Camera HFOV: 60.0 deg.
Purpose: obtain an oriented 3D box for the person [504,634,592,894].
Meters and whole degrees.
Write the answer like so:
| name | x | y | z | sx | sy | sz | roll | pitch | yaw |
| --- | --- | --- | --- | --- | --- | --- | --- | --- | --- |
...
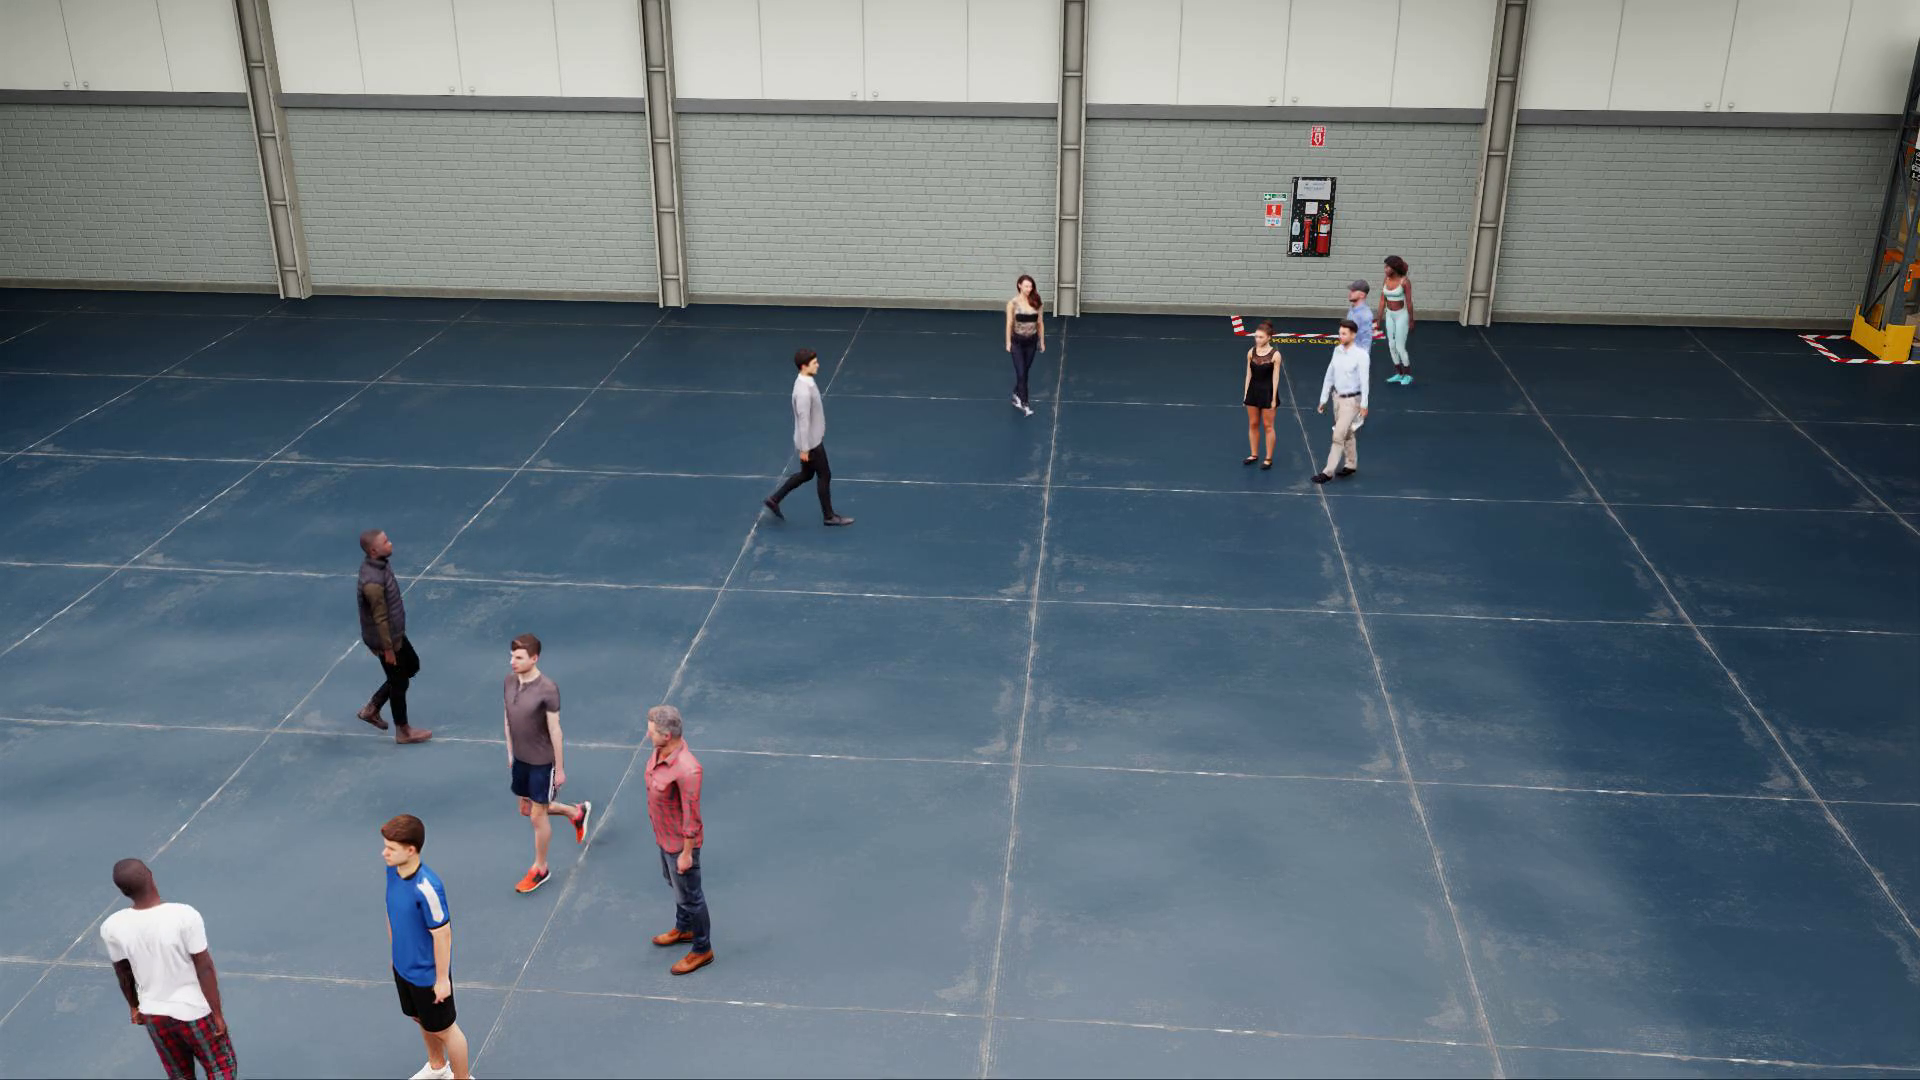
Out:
| name | x | y | z | sx | sy | sz | roll | pitch | yaw |
| --- | --- | --- | --- | --- | --- | --- | --- | --- | --- |
| person | -2.802 | 1.451 | 11.235 | 1.038 | 1.834 | 0.992 | 14 | 27 | 29 |

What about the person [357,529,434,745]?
| name | x | y | z | sx | sy | sz | roll | pitch | yaw |
| --- | --- | --- | --- | --- | --- | --- | --- | --- | --- |
| person | -4.505 | 0.762 | 12.862 | 0.900 | 1.830 | 0.839 | -6 | 24 | -13 |

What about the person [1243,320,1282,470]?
| name | x | y | z | sx | sy | sz | roll | pitch | yaw |
| --- | --- | --- | --- | --- | --- | --- | --- | --- | --- |
| person | 3.411 | -1.646 | 18.714 | 0.672 | 1.682 | 0.758 | 17 | 28 | 34 |

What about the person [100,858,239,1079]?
| name | x | y | z | sx | sy | sz | roll | pitch | yaw |
| --- | --- | --- | --- | --- | --- | --- | --- | --- | --- |
| person | -4.110 | 2.524 | 8.764 | 0.650 | 1.794 | 0.889 | 3 | 23 | 8 |

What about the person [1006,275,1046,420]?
| name | x | y | z | sx | sy | sz | roll | pitch | yaw |
| --- | --- | --- | --- | --- | --- | --- | --- | --- | --- |
| person | 0.757 | -2.398 | 20.433 | 1.182 | 1.721 | 0.964 | -7 | 24 | -16 |

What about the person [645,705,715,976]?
| name | x | y | z | sx | sy | sz | roll | pitch | yaw |
| --- | --- | --- | --- | --- | --- | --- | --- | --- | --- |
| person | -1.750 | 1.825 | 10.362 | 0.756 | 1.830 | 0.763 | -11 | 26 | -25 |

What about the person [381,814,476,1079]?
| name | x | y | z | sx | sy | sz | roll | pitch | yaw |
| --- | --- | --- | --- | --- | --- | --- | --- | --- | --- |
| person | -2.950 | 2.319 | 9.155 | 0.715 | 1.866 | 0.810 | 19 | 29 | 37 |

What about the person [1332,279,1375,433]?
| name | x | y | z | sx | sy | sz | roll | pitch | yaw |
| --- | --- | --- | --- | --- | --- | --- | --- | --- | --- |
| person | 4.734 | -2.160 | 19.675 | 0.673 | 1.876 | 0.699 | -2 | 23 | -4 |

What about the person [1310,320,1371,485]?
| name | x | y | z | sx | sy | sz | roll | pitch | yaw |
| --- | --- | --- | --- | --- | --- | --- | --- | --- | --- |
| person | 4.303 | -1.531 | 18.268 | 1.121 | 1.819 | 0.989 | -13 | 26 | -28 |

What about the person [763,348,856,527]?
| name | x | y | z | sx | sy | sz | roll | pitch | yaw |
| --- | --- | --- | --- | --- | --- | --- | --- | --- | --- |
| person | -1.626 | -1.035 | 16.985 | 1.242 | 1.911 | 0.894 | -3 | 23 | -6 |

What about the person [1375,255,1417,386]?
| name | x | y | z | sx | sy | sz | roll | pitch | yaw |
| --- | --- | --- | --- | --- | --- | --- | --- | --- | --- |
| person | 5.694 | -2.821 | 21.467 | 0.782 | 1.690 | 0.834 | 18 | 29 | 37 |
